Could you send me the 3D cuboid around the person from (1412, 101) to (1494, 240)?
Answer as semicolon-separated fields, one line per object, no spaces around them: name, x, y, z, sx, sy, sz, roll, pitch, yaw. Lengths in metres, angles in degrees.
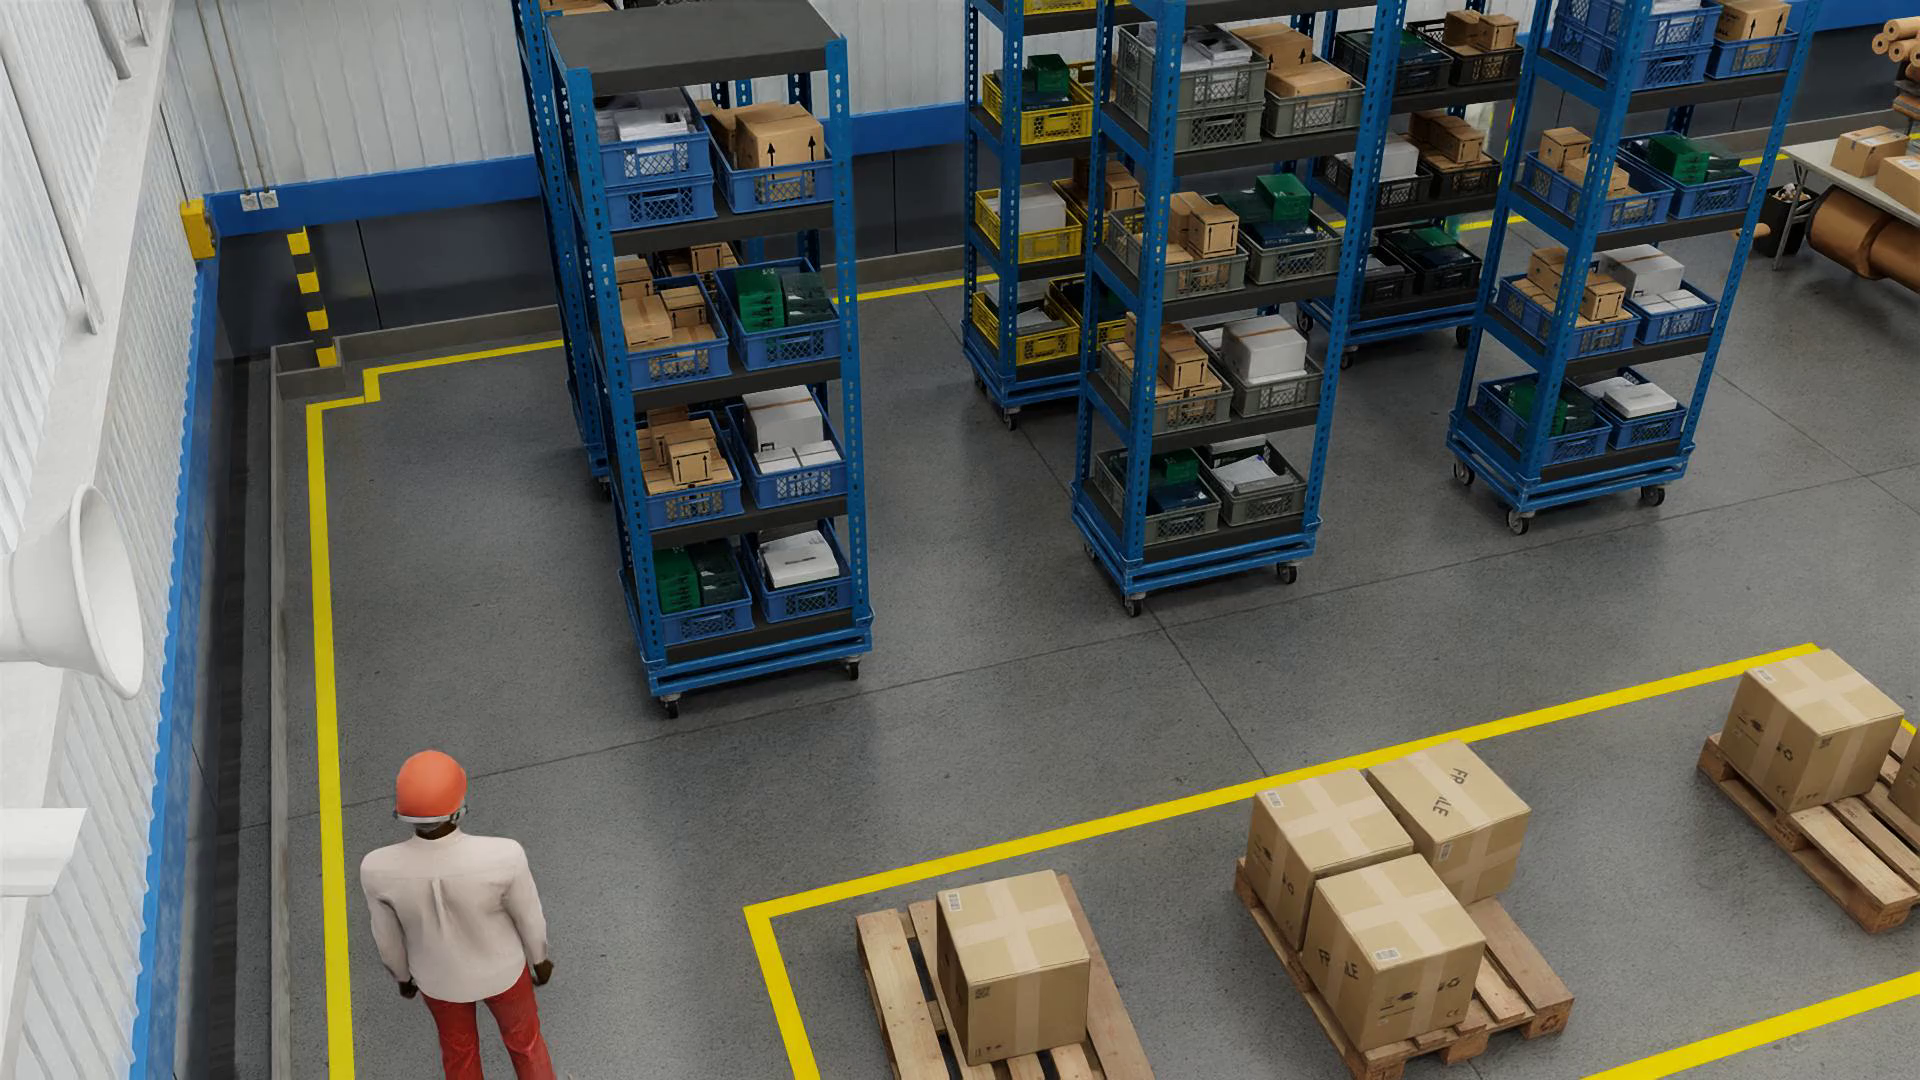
person;3.852;-3.025;13.050;0.537;1.769;0.326;0;35;0

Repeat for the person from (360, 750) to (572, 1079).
person;-1.855;1.588;6.307;0.611;1.995;0.389;-4;35;-6
